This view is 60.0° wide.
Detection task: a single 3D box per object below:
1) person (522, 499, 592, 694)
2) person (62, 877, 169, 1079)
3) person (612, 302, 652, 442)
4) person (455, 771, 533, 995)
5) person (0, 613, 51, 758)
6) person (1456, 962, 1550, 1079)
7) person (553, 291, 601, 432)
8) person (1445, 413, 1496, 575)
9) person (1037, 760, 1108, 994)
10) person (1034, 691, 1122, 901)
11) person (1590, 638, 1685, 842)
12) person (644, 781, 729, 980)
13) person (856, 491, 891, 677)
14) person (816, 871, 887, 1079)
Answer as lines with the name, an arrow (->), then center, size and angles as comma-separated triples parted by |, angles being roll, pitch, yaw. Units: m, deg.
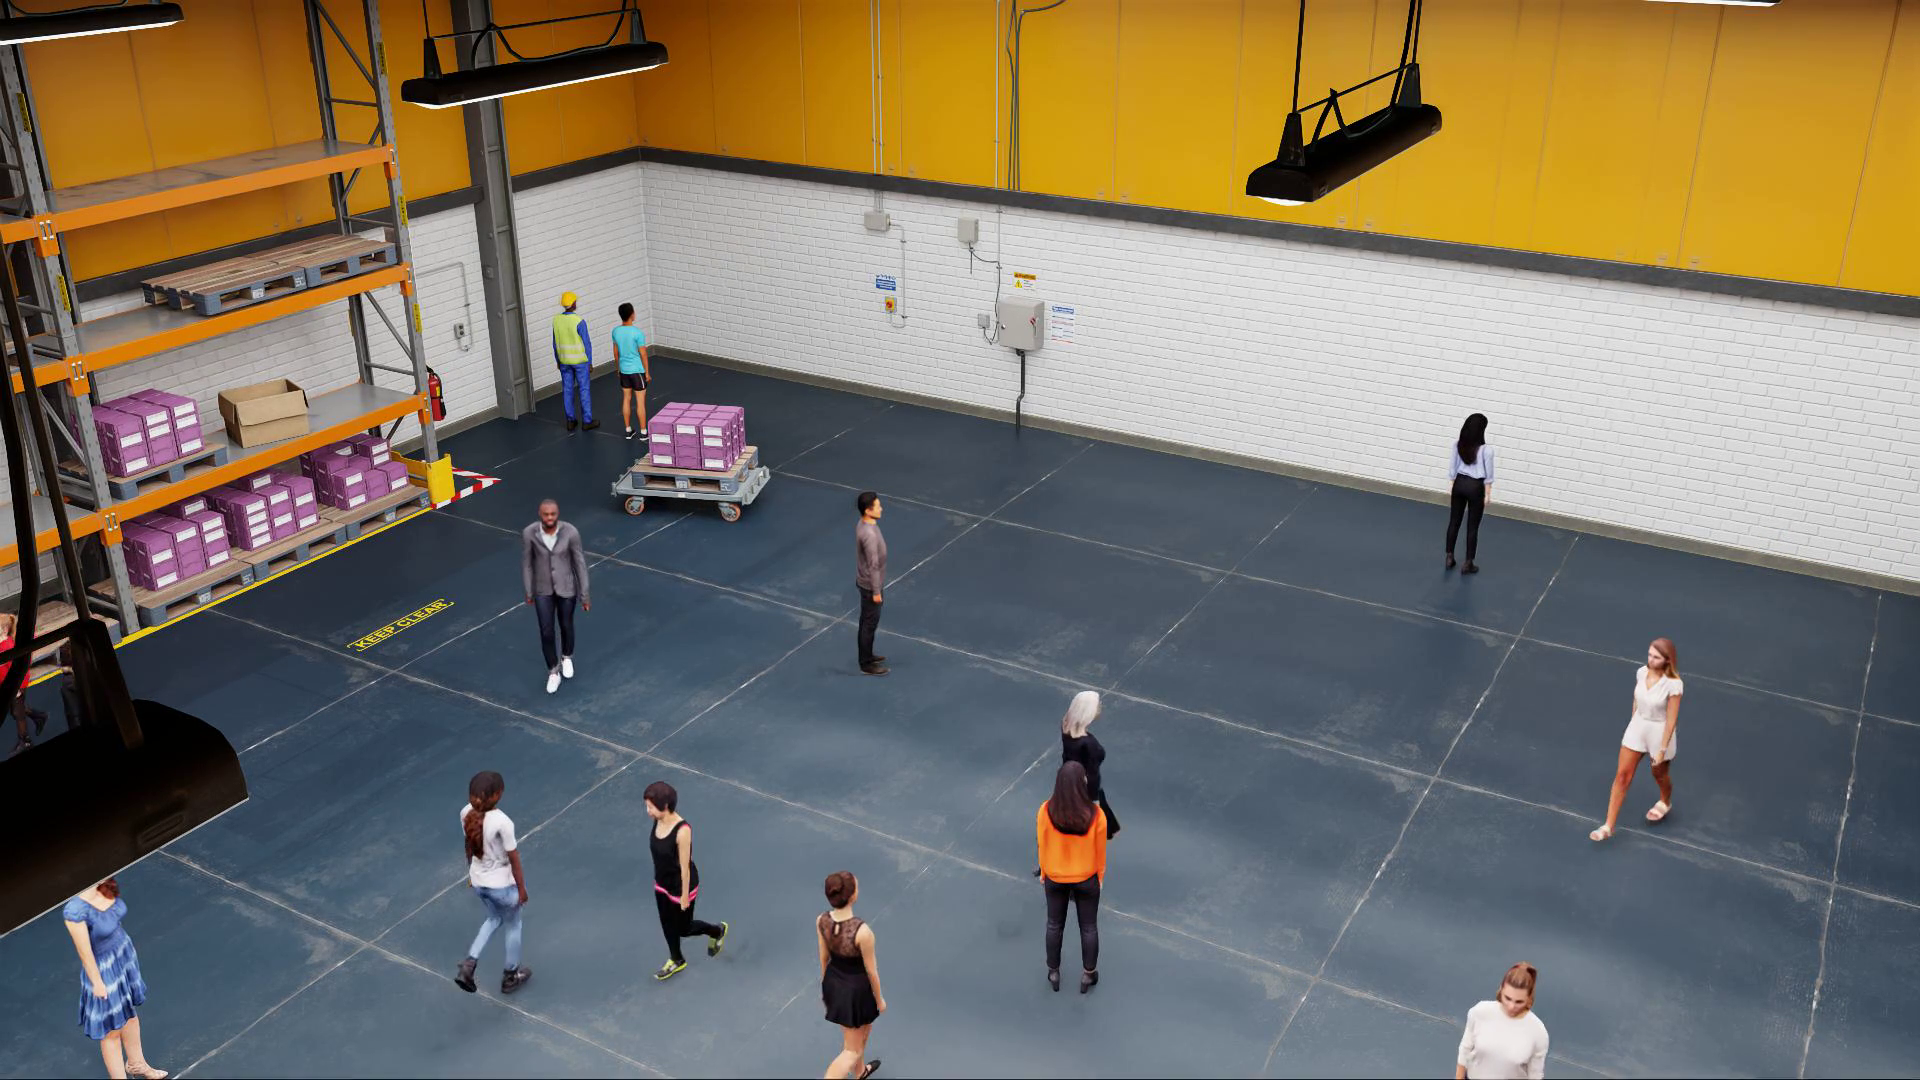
person -> -3.679, 0.431, 15.142 | 0.991, 1.794, 1.055 | -4, 24, -9
person -> -5.134, 2.640, 10.073 | 0.814, 1.806, 0.710 | -2, 24, -4
person -> -4.148, -2.130, 21.022 | 0.648, 1.776, 0.573 | 9, 25, 19
person -> -3.105, 2.315, 10.942 | 0.578, 1.705, 0.775 | 11, 26, 24
person -> -7.960, 1.189, 14.058 | 0.508, 1.273, 0.689 | 15, 28, 31
person -> 2.991, 3.048, 9.264 | 0.636, 1.707, 0.804 | 14, 27, 30
person -> -4.974, -2.309, 21.387 | 0.729, 1.812, 0.675 | 5, 24, 11
person -> 5.291, -0.493, 17.318 | 0.639, 1.743, 0.700 | -22, 32, -40
person -> 0.746, 2.241, 11.057 | 0.680, 1.748, 0.651 | 5, 24, 11
person -> 0.813, 1.881, 11.896 | 0.943, 1.737, 0.848 | -14, 27, -28
person -> 5.392, 1.522, 12.830 | 1.204, 1.646, 0.929 | -15, 28, -30
person -> -1.861, 2.279, 11.238 | 0.836, 1.533, 0.679 | -20, 31, -38
person -> -0.831, 0.380, 15.293 | 0.777, 1.766, 0.676 | -10, 25, -21
person -> -0.713, 2.760, 9.989 | 0.686, 1.653, 1.044 | 18, 29, 35
